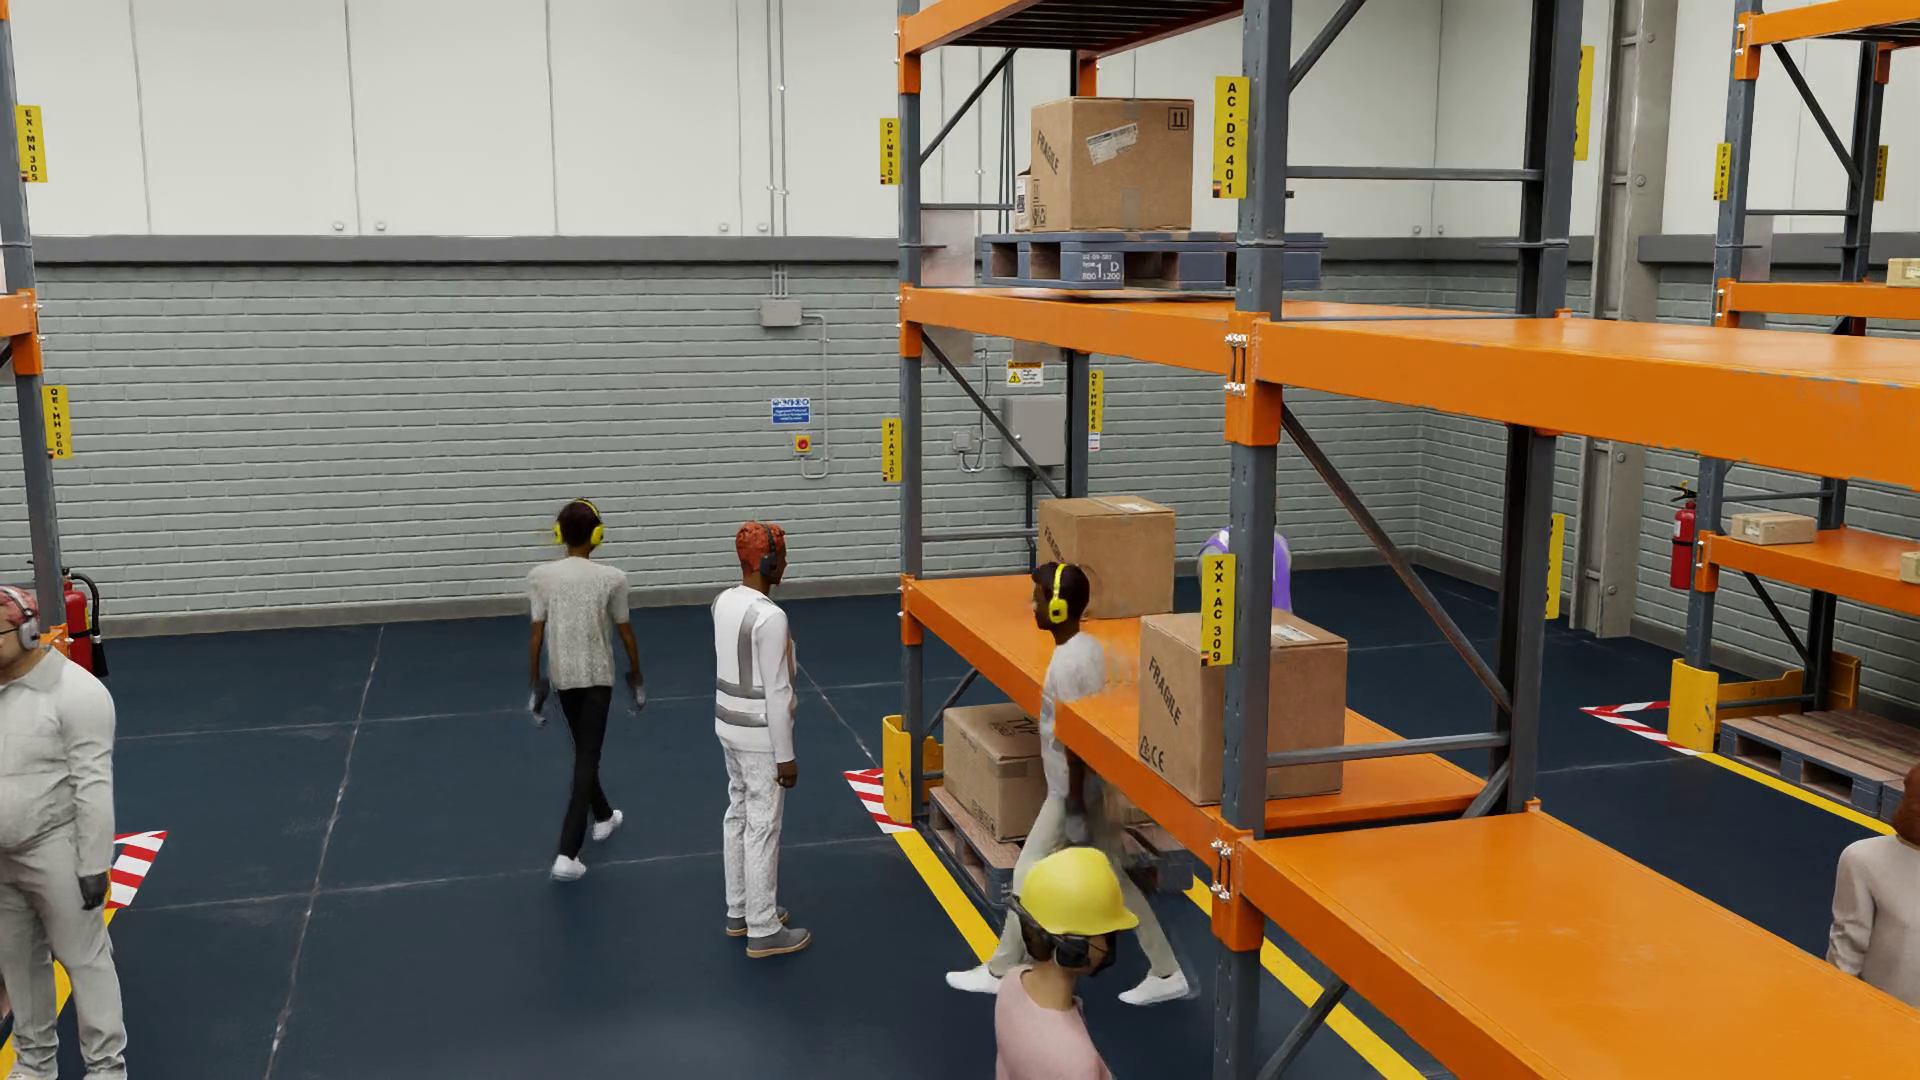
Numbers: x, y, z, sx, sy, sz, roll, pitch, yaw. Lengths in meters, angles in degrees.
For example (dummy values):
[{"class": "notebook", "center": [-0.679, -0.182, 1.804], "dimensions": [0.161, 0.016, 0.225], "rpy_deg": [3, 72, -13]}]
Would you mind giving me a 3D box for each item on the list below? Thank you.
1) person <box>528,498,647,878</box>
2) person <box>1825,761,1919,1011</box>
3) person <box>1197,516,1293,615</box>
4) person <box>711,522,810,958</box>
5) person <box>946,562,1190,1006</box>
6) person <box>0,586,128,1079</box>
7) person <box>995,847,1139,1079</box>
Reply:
[{"class": "person", "center": [-1.845, 0.706, 8.203], "dimensions": [0.535, 1.825, 0.989], "rpy_deg": [1, 10, 8]}, {"class": "person", "center": [2.735, 1.400, 4.754], "dimensions": [0.497, 1.633, 0.283], "rpy_deg": [2, 10, 14]}, {"class": "person", "center": [1.521, 0.598, 8.728], "dimensions": [0.627, 1.847, 0.429], "rpy_deg": [-9, 13, -42]}, {"class": "person", "center": [-0.871, 0.853, 7.189], "dimensions": [0.359, 1.878, 0.575], "rpy_deg": [-6, 12, -31]}, {"class": "person", "center": [0.468, 0.984, 6.632], "dimensions": [1.000, 1.819, 0.532], "rpy_deg": [3, 11, 19]}, {"class": "person", "center": [-3.227, 1.090, 5.781], "dimensions": [0.636, 1.899, 0.401], "rpy_deg": [3, 10, 16]}, {"class": "person", "center": [0.211, 1.528, 3.682], "dimensions": [0.354, 1.759, 0.523], "rpy_deg": [-2, 10, -10]}]
